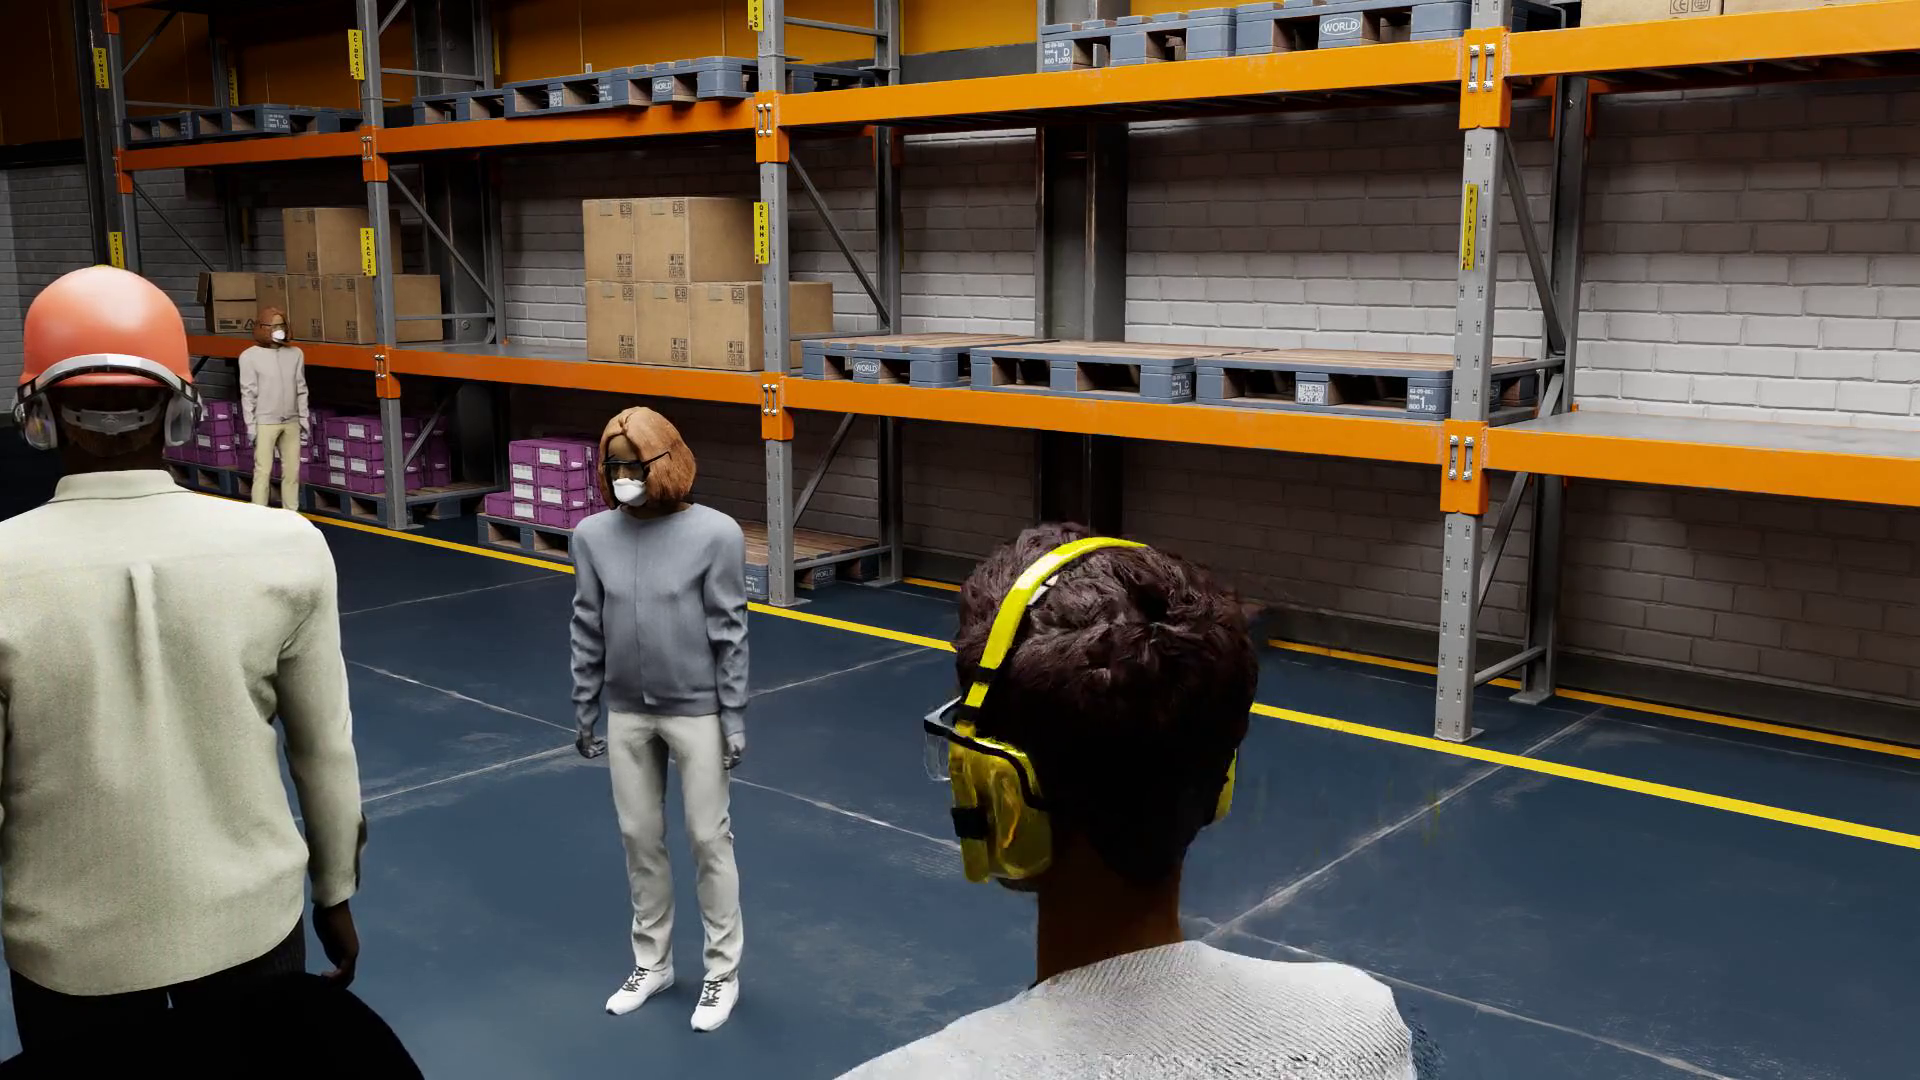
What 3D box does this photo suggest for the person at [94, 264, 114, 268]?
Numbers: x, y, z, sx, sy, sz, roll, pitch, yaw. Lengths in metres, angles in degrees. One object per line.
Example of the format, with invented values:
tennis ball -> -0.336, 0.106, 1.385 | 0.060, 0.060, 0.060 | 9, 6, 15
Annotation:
person -> -5.474, -0.823, 10.830 | 0.402, 1.919, 0.588 | 4, 11, 21

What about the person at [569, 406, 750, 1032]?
person -> -0.785, 0.461, 4.347 | 0.510, 1.622, 0.295 | 3, 10, 16

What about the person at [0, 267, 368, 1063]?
person -> -1.238, 0.588, 2.566 | 0.622, 1.992, 0.396 | -8, 13, -37

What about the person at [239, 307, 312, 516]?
person -> -4.707, -0.791, 11.471 | 0.284, 1.626, 0.496 | 6, 12, 31

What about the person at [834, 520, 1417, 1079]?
person -> 0.128, 0.912, 1.192 | 0.539, 1.847, 0.788 | -6, 12, -30

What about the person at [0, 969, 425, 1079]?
person -> -0.599, 0.894, 0.981 | 0.636, 1.939, 0.364 | -6, 11, -29
